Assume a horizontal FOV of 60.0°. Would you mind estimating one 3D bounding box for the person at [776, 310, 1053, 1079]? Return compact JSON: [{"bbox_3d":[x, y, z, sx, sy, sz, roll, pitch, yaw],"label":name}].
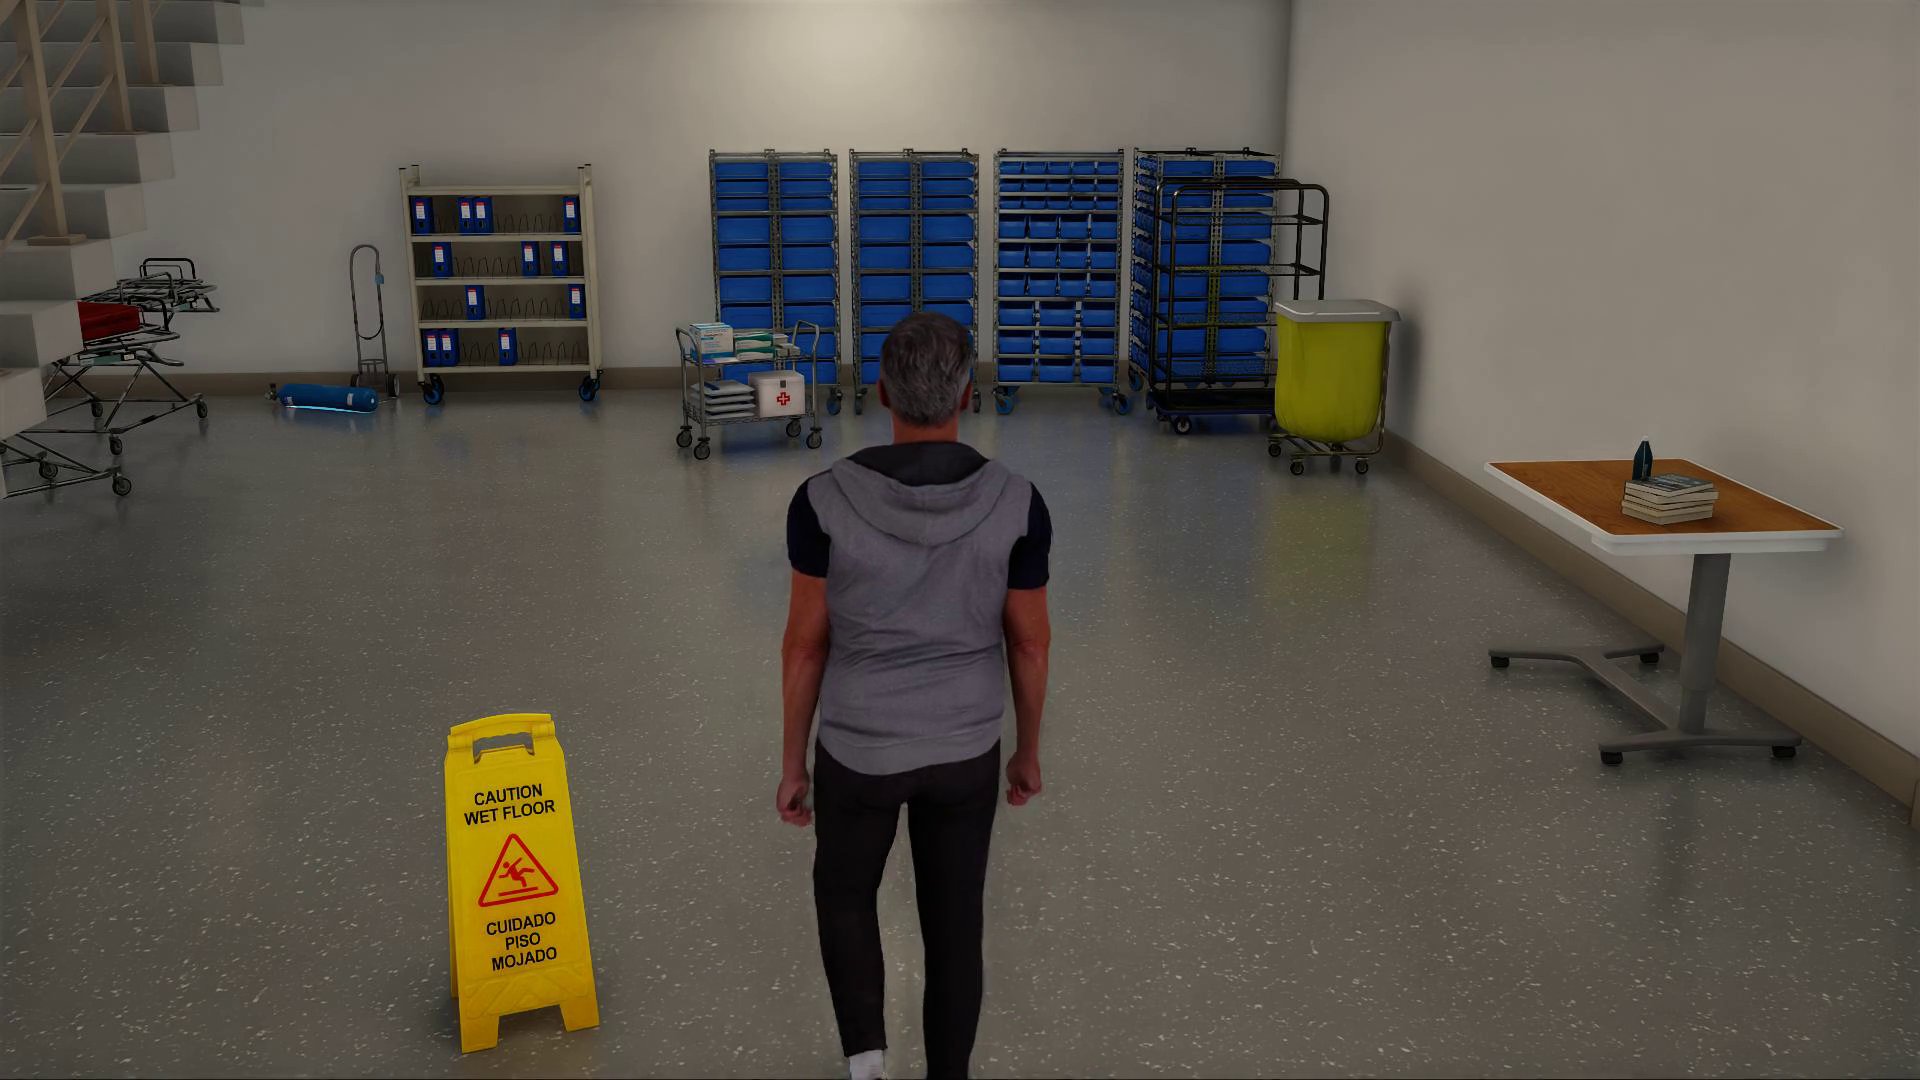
[{"bbox_3d":[-0.088,0.477,3.319,0.711,1.813,0.662,-1,16,-5],"label":"person"}]
